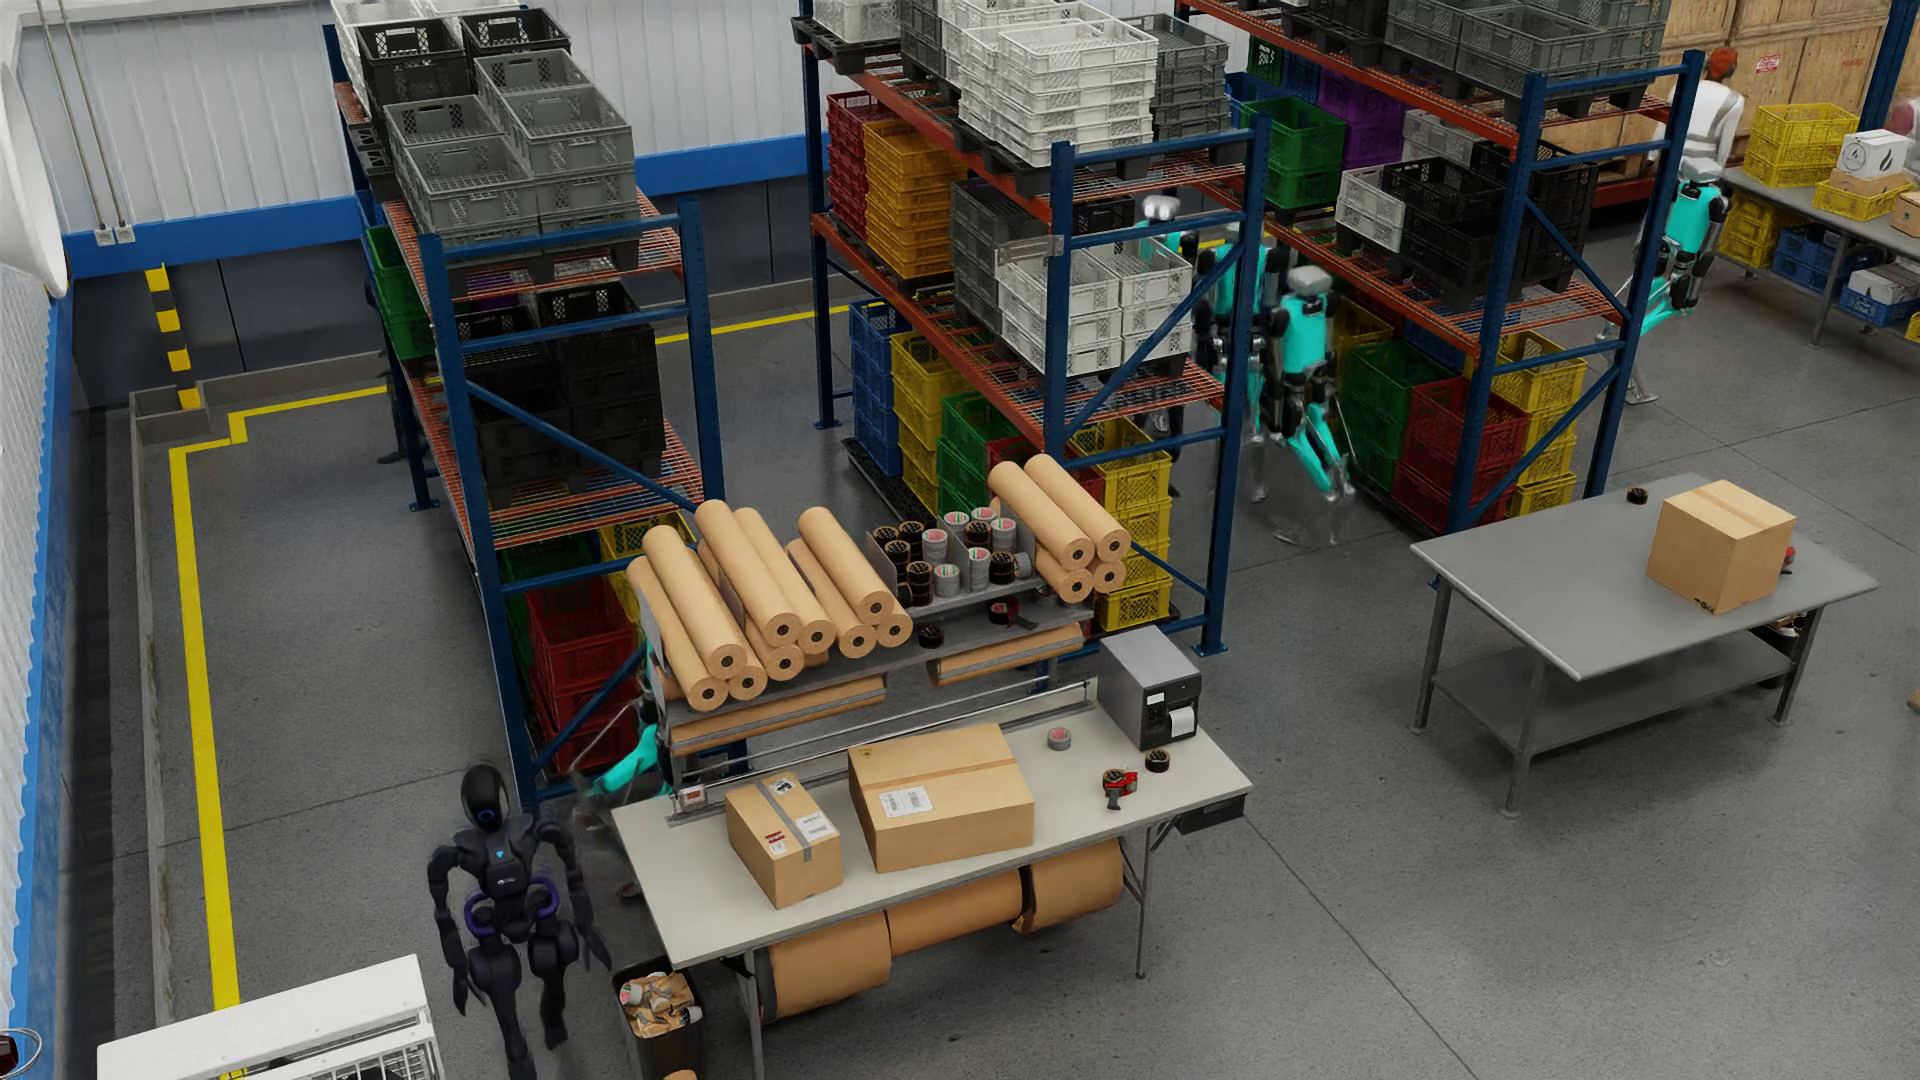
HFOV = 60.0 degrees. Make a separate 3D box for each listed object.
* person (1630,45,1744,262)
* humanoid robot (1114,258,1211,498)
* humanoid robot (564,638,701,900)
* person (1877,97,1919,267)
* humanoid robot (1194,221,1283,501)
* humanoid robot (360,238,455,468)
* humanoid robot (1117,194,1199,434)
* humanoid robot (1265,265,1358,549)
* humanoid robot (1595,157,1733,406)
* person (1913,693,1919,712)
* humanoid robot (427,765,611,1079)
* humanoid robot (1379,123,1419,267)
[{"bbox_3d":[5.854,-3.038,13.390,0.615,1.863,0.464,21,37,30],"label":"person"},{"bbox_3d":[1.258,-0.978,10.221,0.612,1.642,0.325,-9,33,-15],"label":"humanoid robot"},{"bbox_3d":[-1.400,0.948,7.097,0.774,1.840,0.539,-16,35,-24],"label":"humanoid robot"},{"bbox_3d":[7.689,-2.943,13.305,0.596,1.777,0.907,-2,32,-3],"label":"person"},{"bbox_3d":[1.728,-1.042,10.273,0.535,1.780,0.798,-1,32,-2],"label":"humanoid robot"},{"bbox_3d":[-3.590,-1.204,10.608,0.589,1.653,0.586,-11,33,-18],"label":"humanoid robot"},{"bbox_3d":[1.292,-1.500,10.972,0.538,1.761,0.753,8,32,12],"label":"humanoid robot"},{"bbox_3d":[2.118,-0.677,9.678,0.536,1.777,0.743,-22,38,-31],"label":"humanoid robot"},{"bbox_3d":[4.672,-1.727,11.280,0.739,1.691,0.533,-10,33,-16],"label":"humanoid robot"},{"bbox_3d":[5.227,0.061,8.195,0.598,2.035,0.395,-11,33,-17],"label":"person"},{"bbox_3d":[-1.637,1.502,6.242,0.588,1.629,0.793,-13,34,-21],"label":"humanoid robot"},{"bbox_3d":[3.309,-2.536,12.746,0.378,1.644,0.602,-3,32,-5],"label":"humanoid robot"}]
